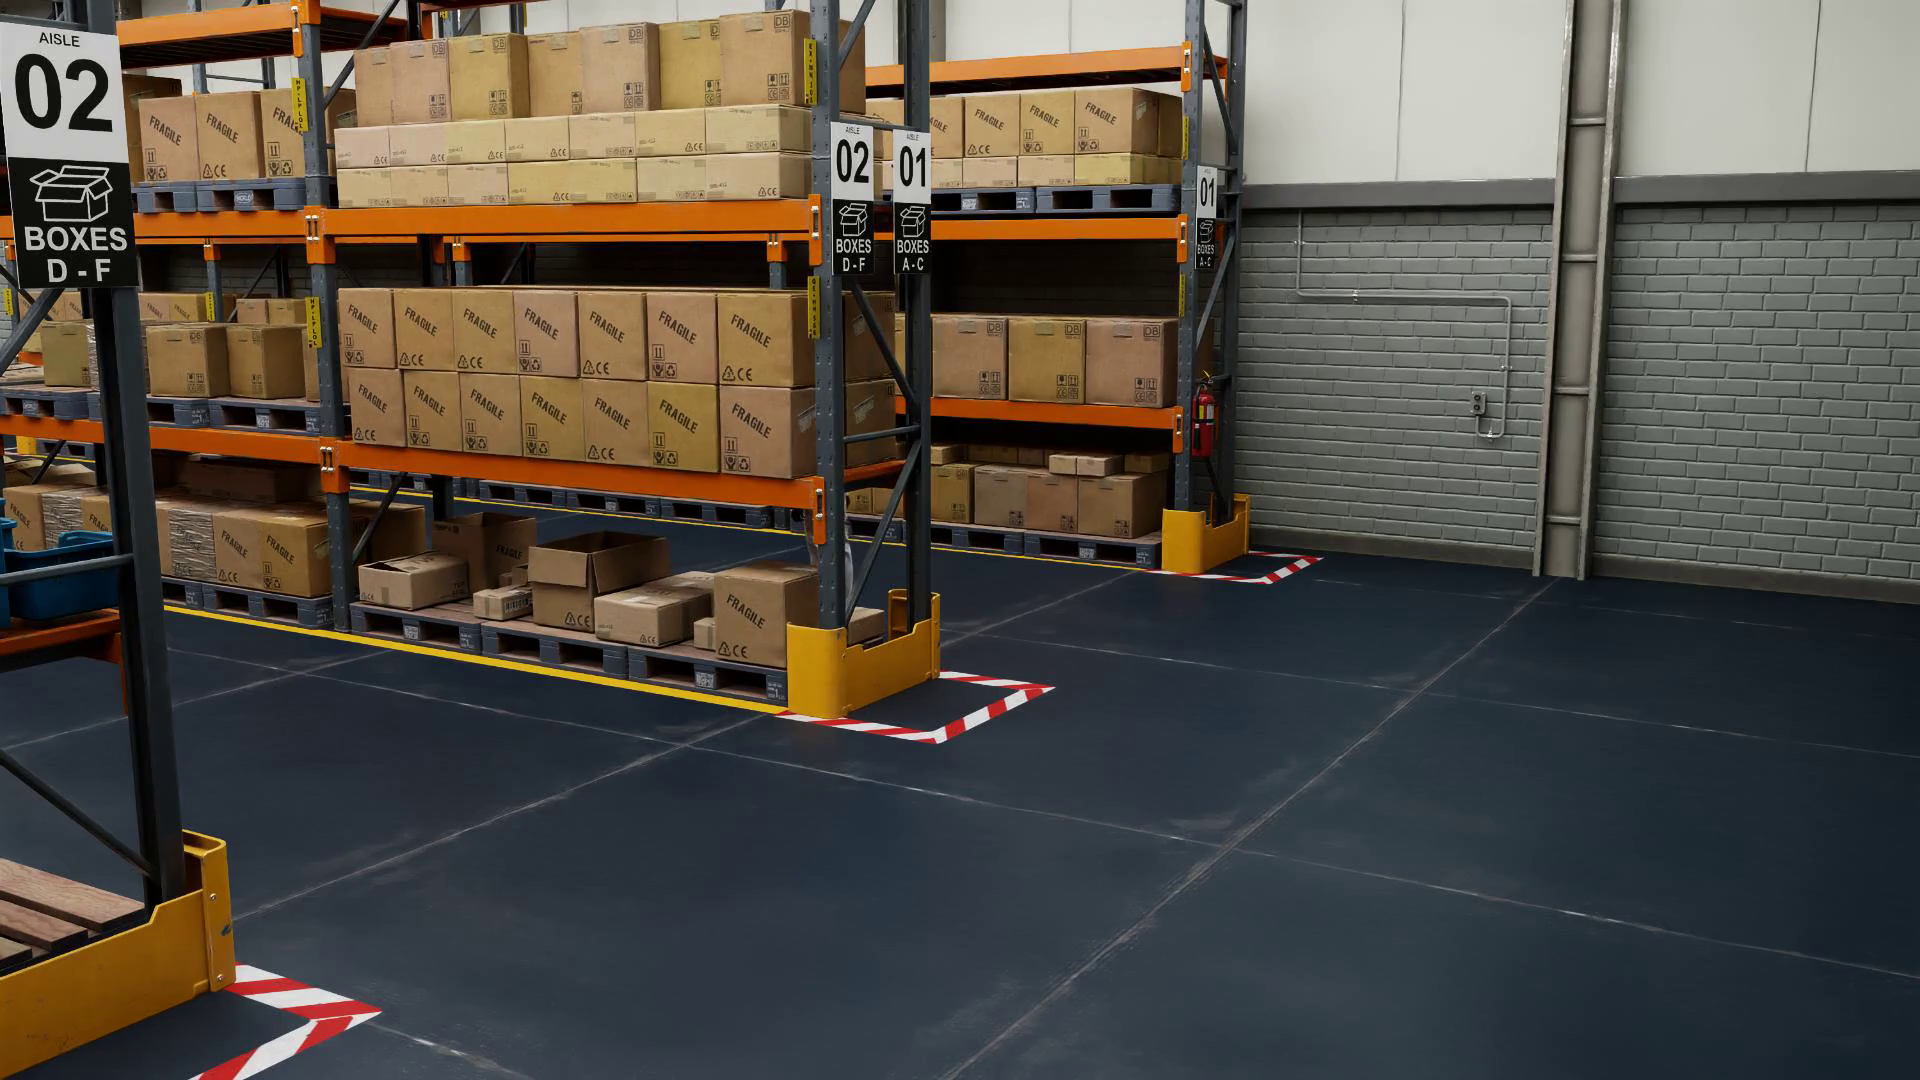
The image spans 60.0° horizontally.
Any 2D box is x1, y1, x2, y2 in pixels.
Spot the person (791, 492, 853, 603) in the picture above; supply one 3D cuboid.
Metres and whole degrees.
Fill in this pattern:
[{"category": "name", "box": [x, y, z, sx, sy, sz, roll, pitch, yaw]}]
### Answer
[{"category": "person", "box": [-0.929, -0.315, 11.243, 0.349, 1.882, 0.577, 6, 12, 32]}]
